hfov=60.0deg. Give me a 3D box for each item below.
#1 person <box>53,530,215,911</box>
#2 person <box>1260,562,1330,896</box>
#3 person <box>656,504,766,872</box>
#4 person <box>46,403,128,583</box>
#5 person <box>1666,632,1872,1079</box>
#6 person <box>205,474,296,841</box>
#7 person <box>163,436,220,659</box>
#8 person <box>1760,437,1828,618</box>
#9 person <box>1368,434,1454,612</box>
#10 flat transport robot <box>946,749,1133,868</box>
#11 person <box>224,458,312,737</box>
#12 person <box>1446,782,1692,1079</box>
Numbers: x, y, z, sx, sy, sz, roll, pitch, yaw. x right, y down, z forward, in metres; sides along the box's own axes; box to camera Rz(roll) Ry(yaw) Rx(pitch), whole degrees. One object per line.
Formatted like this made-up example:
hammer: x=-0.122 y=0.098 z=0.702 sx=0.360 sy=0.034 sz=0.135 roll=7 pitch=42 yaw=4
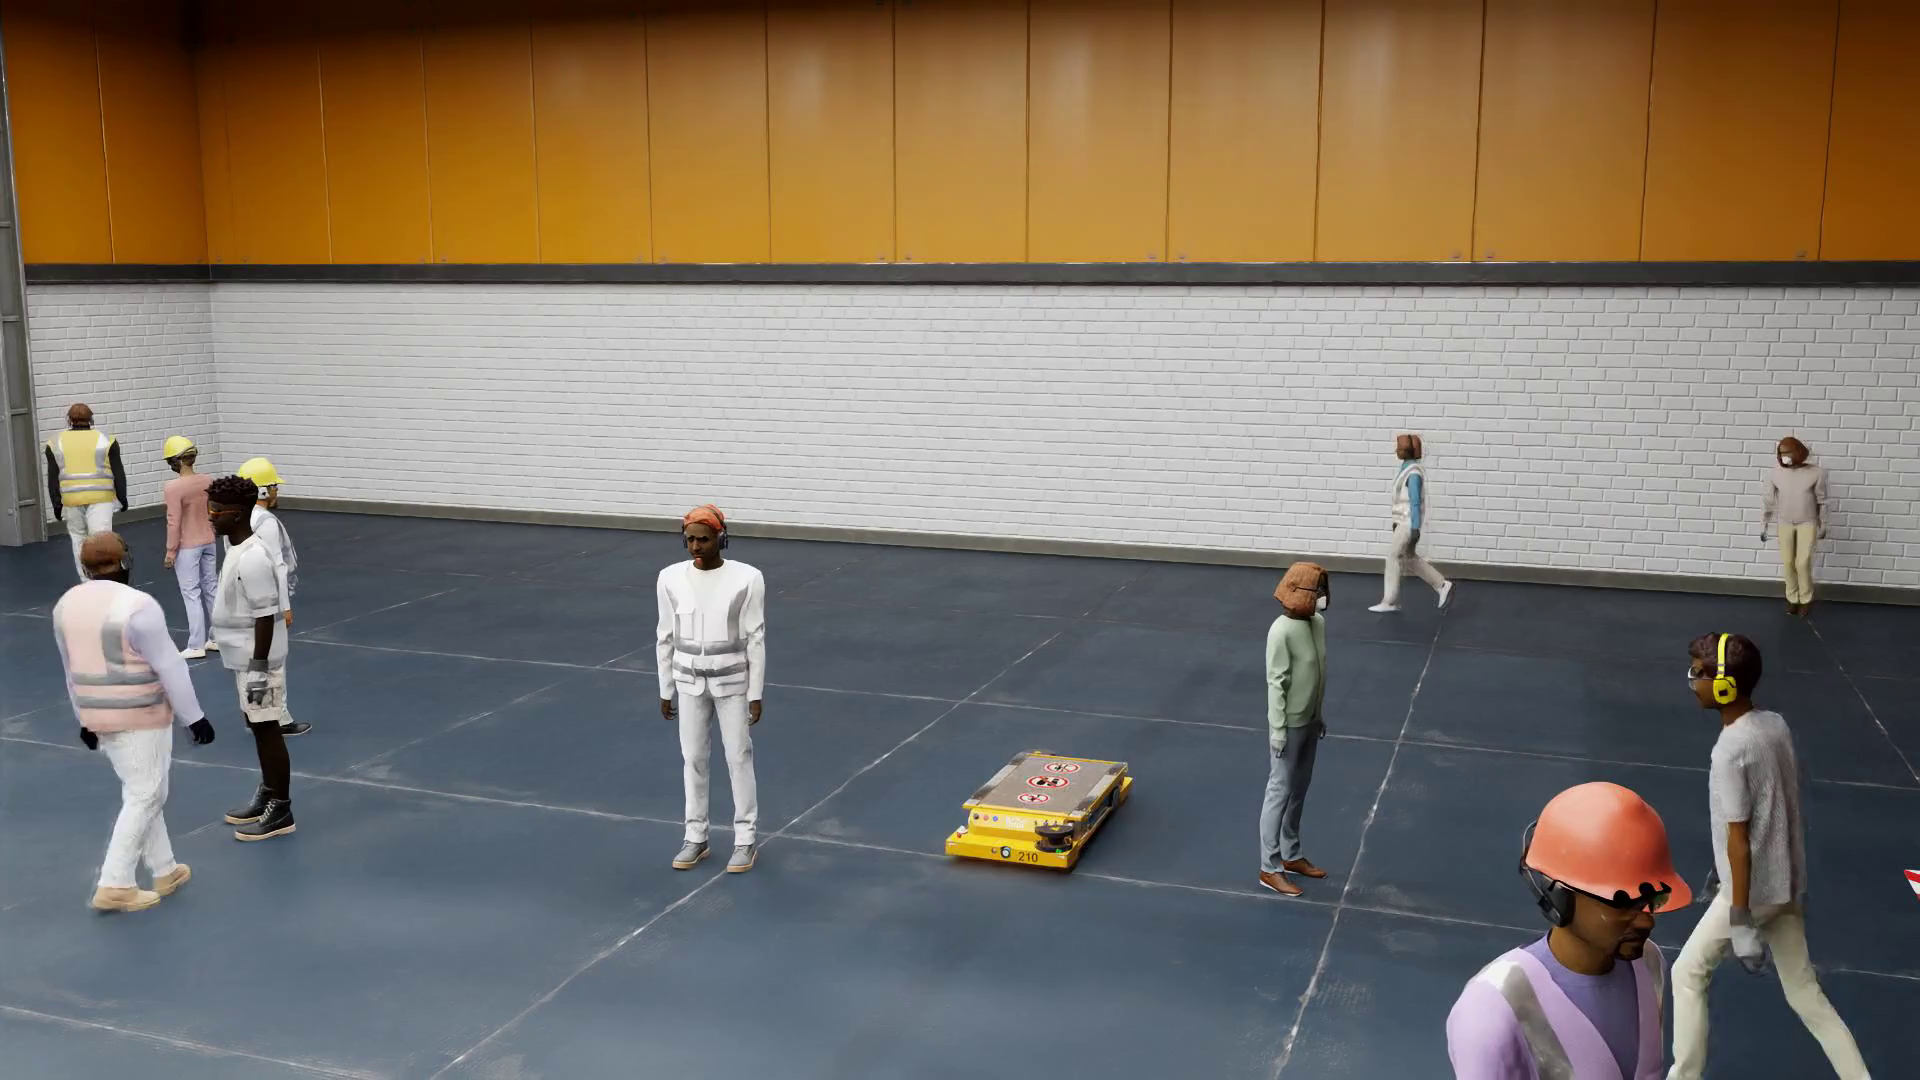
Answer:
person: x=-3.944 y=0.858 z=7.939 sx=0.725 sy=1.816 sz=0.583 roll=5 pitch=10 yaw=27
person: x=1.661 y=0.909 z=8.188 sx=0.267 sy=1.631 sz=0.509 roll=7 pitch=11 yaw=36
person: x=-1.258 y=0.748 z=8.427 sx=0.572 sy=1.882 sz=0.338 roll=1 pitch=9 yaw=8
person: x=-8.190 y=-0.386 z=15.698 sx=0.629 sy=1.812 sz=0.864 roll=-2 pitch=9 yaw=-14
person: x=2.802 y=1.231 z=5.707 sx=0.532 sy=1.811 sz=0.900 roll=-7 pitch=12 yaw=-37
person: x=-3.806 y=0.622 z=8.938 sx=0.368 sy=1.965 sz=0.609 roll=-5 pitch=10 yaw=-28
person: x=-6.054 y=0.060 z=13.074 sx=0.326 sy=1.760 sz=0.524 roll=2 pitch=9 yaw=14
person: x=7.344 y=-0.117 z=14.658 sx=0.511 sy=1.592 sz=0.496 roll=7 pitch=12 yaw=38
person: x=4.044 y=-0.149 z=14.798 sx=0.694 sy=1.611 sz=0.514 roll=2 pitch=9 yaw=10
flat transport robot: x=0.468 y=1.440 z=9.110 sx=0.652 sy=0.197 sz=1.431 roll=3 pitch=10 yaw=19
person: x=-4.534 y=0.378 z=10.862 sx=0.588 sy=1.835 sz=0.403 roll=8 pitch=12 yaw=39
person: x=1.249 y=1.477 z=3.400 sx=0.614 sy=2.040 sz=0.391 roll=-7 pitch=11 yaw=-37
